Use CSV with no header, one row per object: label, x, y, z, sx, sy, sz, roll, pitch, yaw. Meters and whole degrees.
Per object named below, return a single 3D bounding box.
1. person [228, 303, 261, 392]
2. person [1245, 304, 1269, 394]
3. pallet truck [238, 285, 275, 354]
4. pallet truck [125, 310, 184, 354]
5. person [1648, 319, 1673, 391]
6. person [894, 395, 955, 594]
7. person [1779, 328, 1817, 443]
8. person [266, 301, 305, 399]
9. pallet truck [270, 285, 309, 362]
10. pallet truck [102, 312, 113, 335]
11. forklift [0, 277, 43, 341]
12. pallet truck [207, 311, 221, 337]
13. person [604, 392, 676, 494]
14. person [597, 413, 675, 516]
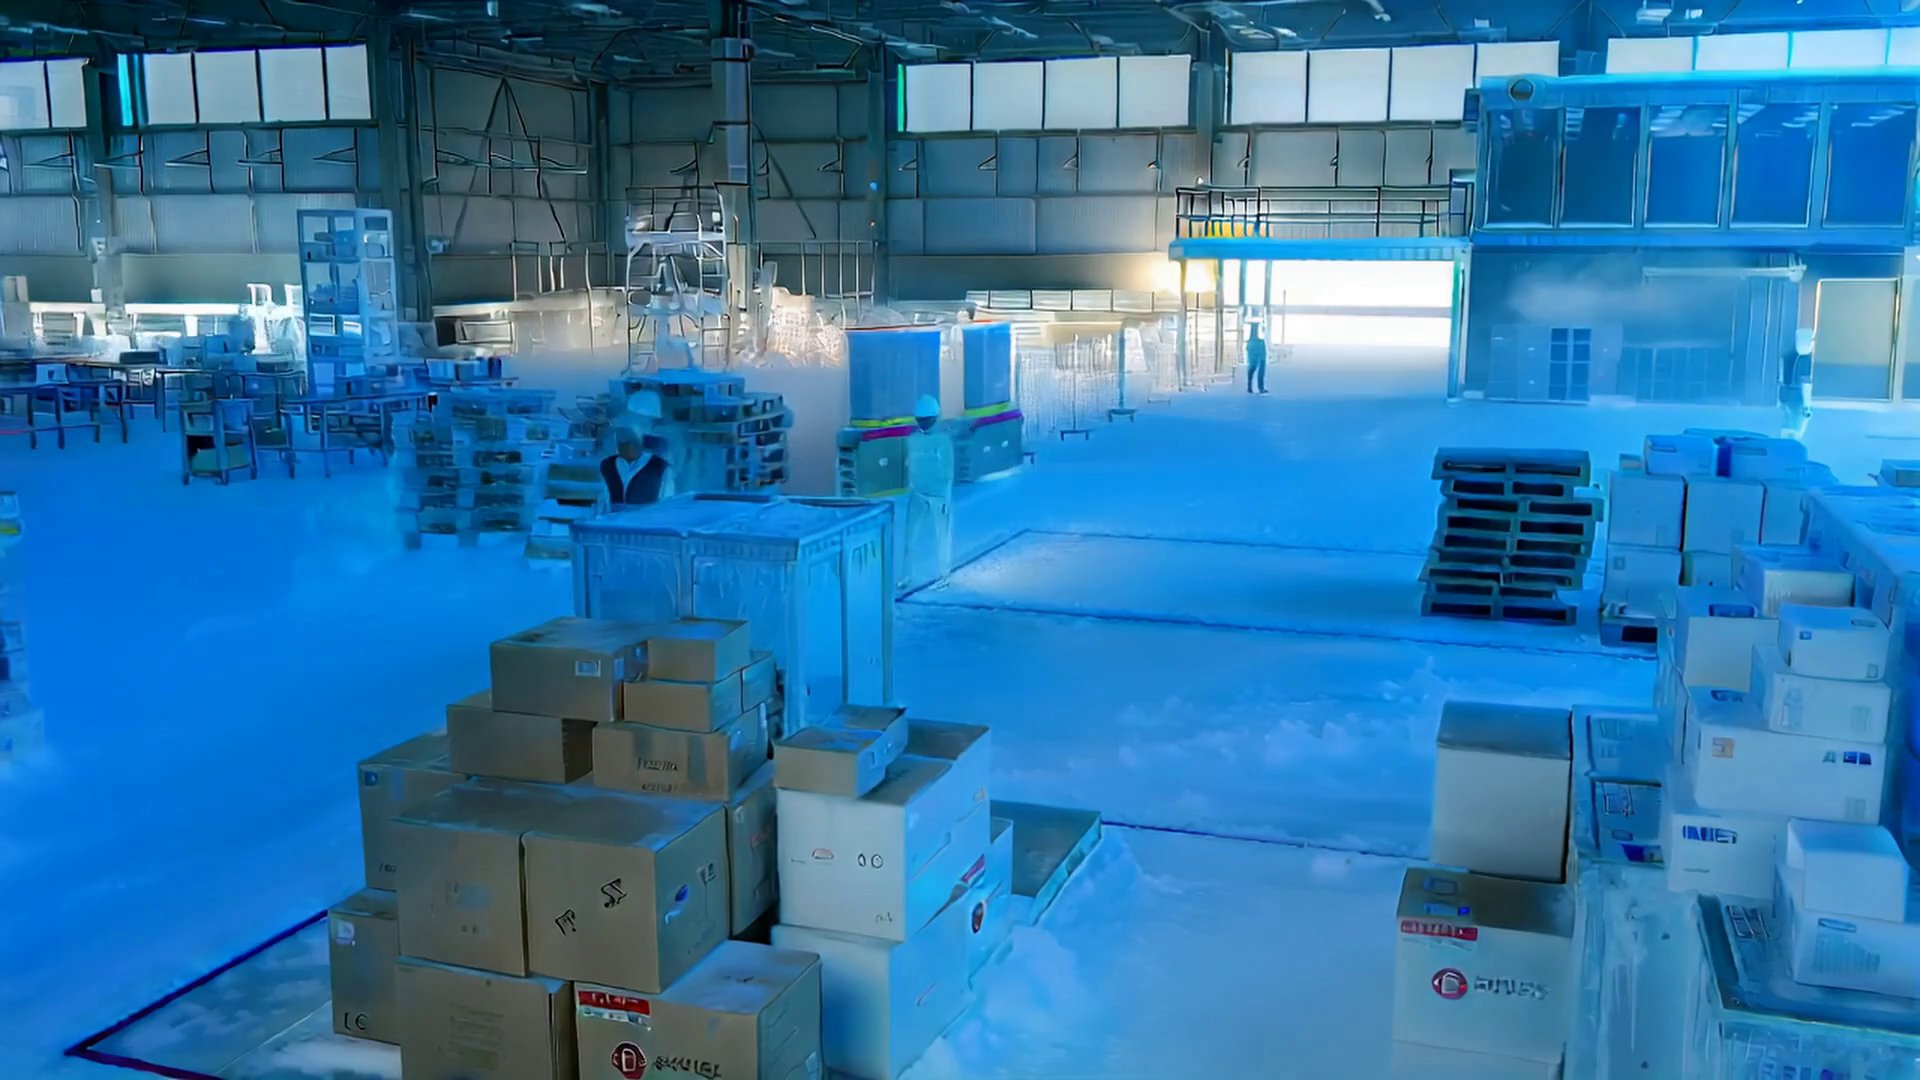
person,-14.343,-3.790,33.253,0.868,1.881,0.646,5,11,28
person,6.061,-3.887,33.886,0.513,1.843,0.335,8,13,38
pallet truck,-18.327,-5.835,44.421,0.823,1.965,1.885,4,11,23
pallet truck,-22.038,-5.665,45.457,0.704,1.261,1.522,3,11,17
person,14.323,-3.910,33.804,0.652,1.906,0.409,0,10,-3
person,-0.318,-0.379,14.397,0.558,1.734,0.764,7,12,34
person,10.890,-1.774,21.640,0.362,1.962,0.613,-1,10,-3
person,-12.862,-3.548,31.628,0.671,1.964,0.998,1,10,8
pallet truck,-17.147,-5.700,43.663,0.823,1.965,1.885,3,11,17
pallet truck,-23.057,-5.777,46.261,0.680,1.201,1.601,3,11,19
forklift,-27.151,-6.329,46.328,1.157,1.987,2.680,3,11,17
pallet truck,-19.537,-5.575,44.913,0.653,1.274,1.630,3,11,19
person,-2.522,-0.227,13.182,0.561,1.869,1.029,2,10,9
person,-2.286,0.015,11.846,0.598,1.872,1.012,4,11,24
